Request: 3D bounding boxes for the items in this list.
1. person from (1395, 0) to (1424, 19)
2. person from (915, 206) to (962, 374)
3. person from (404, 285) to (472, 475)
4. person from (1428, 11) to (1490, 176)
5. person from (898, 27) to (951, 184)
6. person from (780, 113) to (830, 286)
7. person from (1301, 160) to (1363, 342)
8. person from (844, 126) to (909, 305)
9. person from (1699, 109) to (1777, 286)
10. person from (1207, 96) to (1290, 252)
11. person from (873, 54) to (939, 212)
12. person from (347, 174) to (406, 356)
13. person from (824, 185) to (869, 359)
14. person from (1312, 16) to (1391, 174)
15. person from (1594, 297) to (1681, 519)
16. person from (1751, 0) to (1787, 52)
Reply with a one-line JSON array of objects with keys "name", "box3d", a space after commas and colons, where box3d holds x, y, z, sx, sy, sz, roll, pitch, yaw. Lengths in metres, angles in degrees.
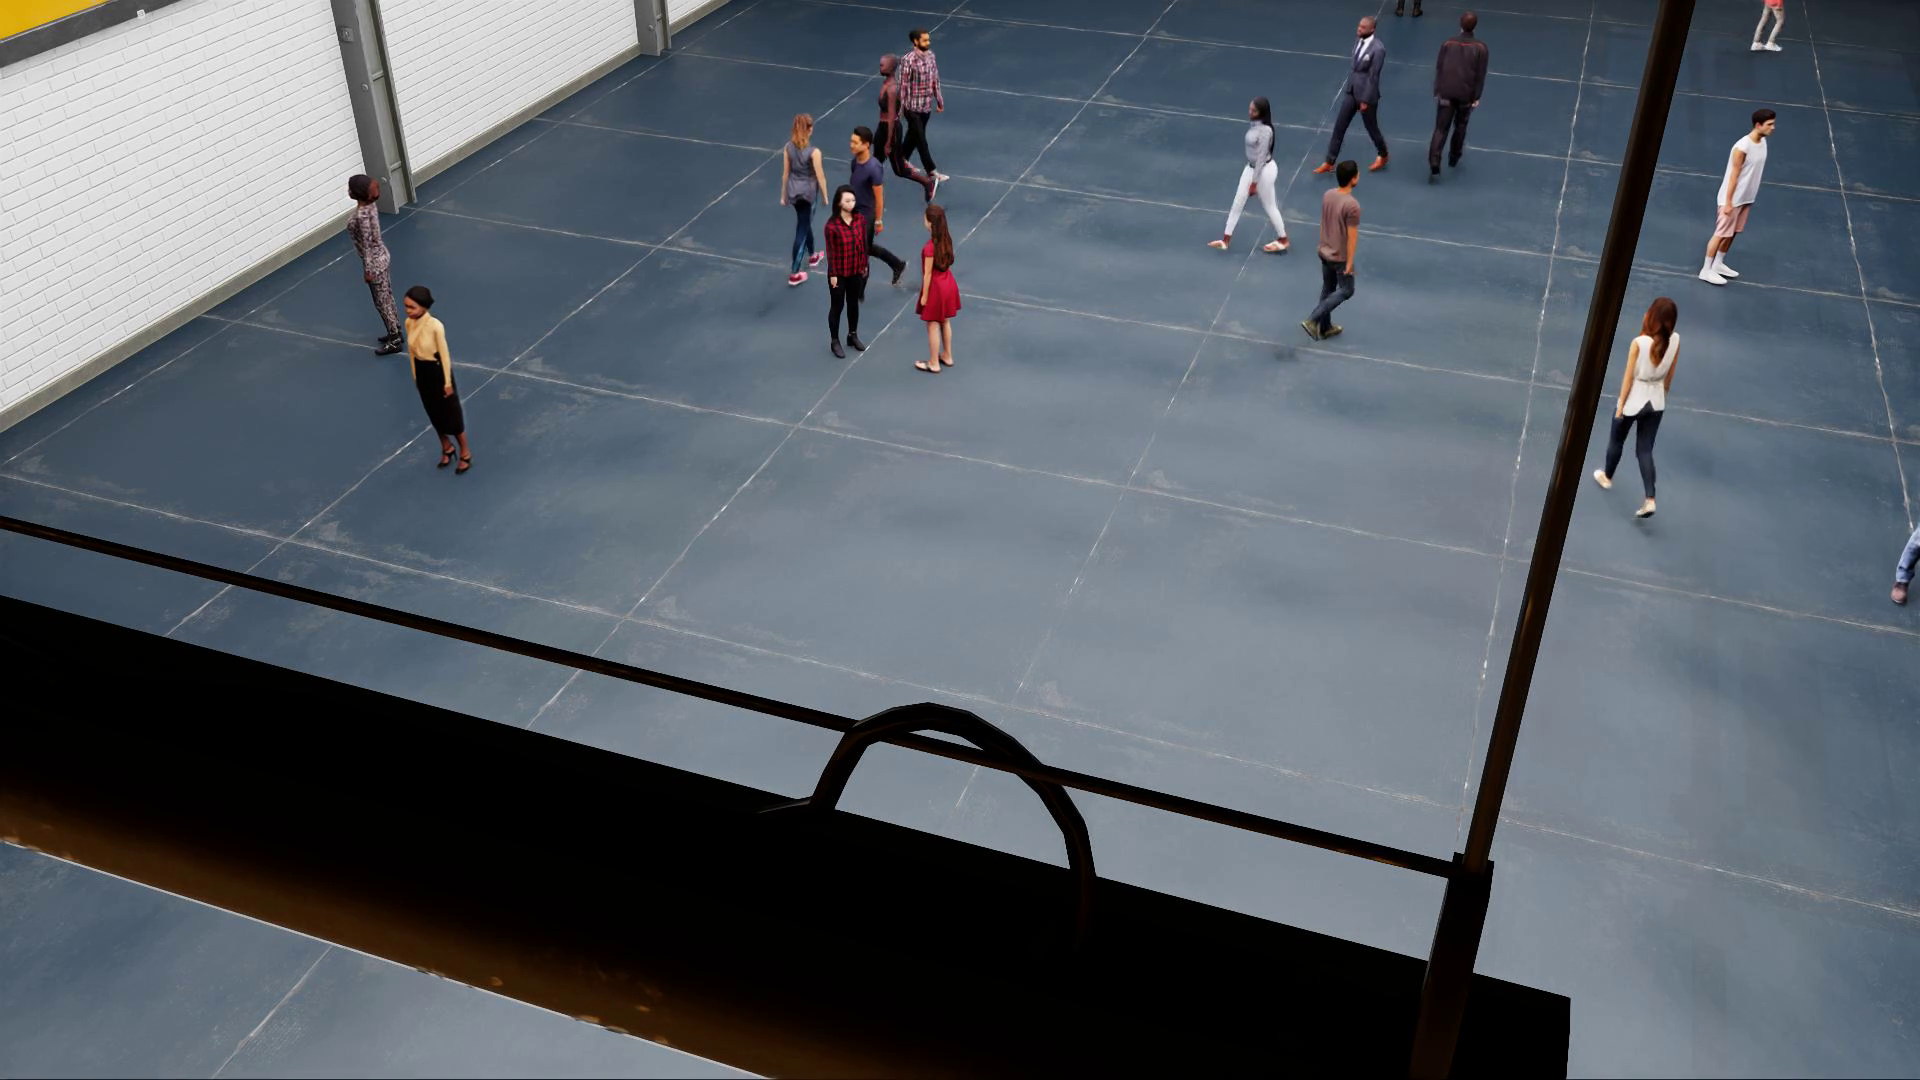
[{"name": "person", "box3d": [6.646, -8.609, 24.224, 0.688, 1.896, 0.582, 9, 35, 13]}, {"name": "person", "box3d": [-0.192, -2.267, 14.995, 0.674, 1.551, 0.604, 20, 38, 27]}, {"name": "person", "box3d": [-4.222, -1.294, 13.440, 0.578, 1.651, 0.568, 15, 36, 21]}, {"name": "person", "box3d": [5.631, -5.030, 18.921, 0.713, 1.807, 1.072, 12, 36, 18]}, {"name": "person", "box3d": [-0.538, -4.936, 18.860, 0.974, 1.717, 1.130, 23, 40, 31]}, {"name": "person", "box3d": [-1.599, -3.343, 16.477, 0.693, 1.702, 0.979, 17, 37, 24]}, {"name": "person", "box3d": [3.407, -2.625, 15.338, 0.964, 1.767, 0.883, -19, 38, -26]}, {"name": "person", "box3d": [-0.825, -3.160, 16.142, 1.134, 1.769, 1.029, -19, 38, -26]}, {"name": "person", "box3d": [7.714, -3.426, 16.527, 0.682, 1.784, 0.778, -23, 40, -30]}, {"name": "person", "box3d": [3.158, -3.728, 17.078, 1.052, 1.678, 1.140, -3, 34, -5]}, {"name": "person", "box3d": [-0.652, -4.363, 17.989, 1.117, 1.726, 1.107, -12, 35, -17]}, {"name": "person", "box3d": [-5.359, -2.537, 15.253, 0.732, 1.714, 0.642, -5, 34, -7]}, {"name": "person", "box3d": [-1.061, -2.471, 15.213, 0.623, 1.649, 0.723, -23, 40, -31]}, {"name": "person", "box3d": [4.652, -5.051, 18.960, 1.299, 1.797, 1.200, -16, 37, -23]}, {"name": "person", "box3d": [5.331, -0.987, 12.887, 0.919, 1.753, 1.157, -3, 34, -5]}, {"name": "person", "box3d": [11.161, -7.428, 22.888, 0.718, 1.409, 0.664, -3, 34, -5]}]
